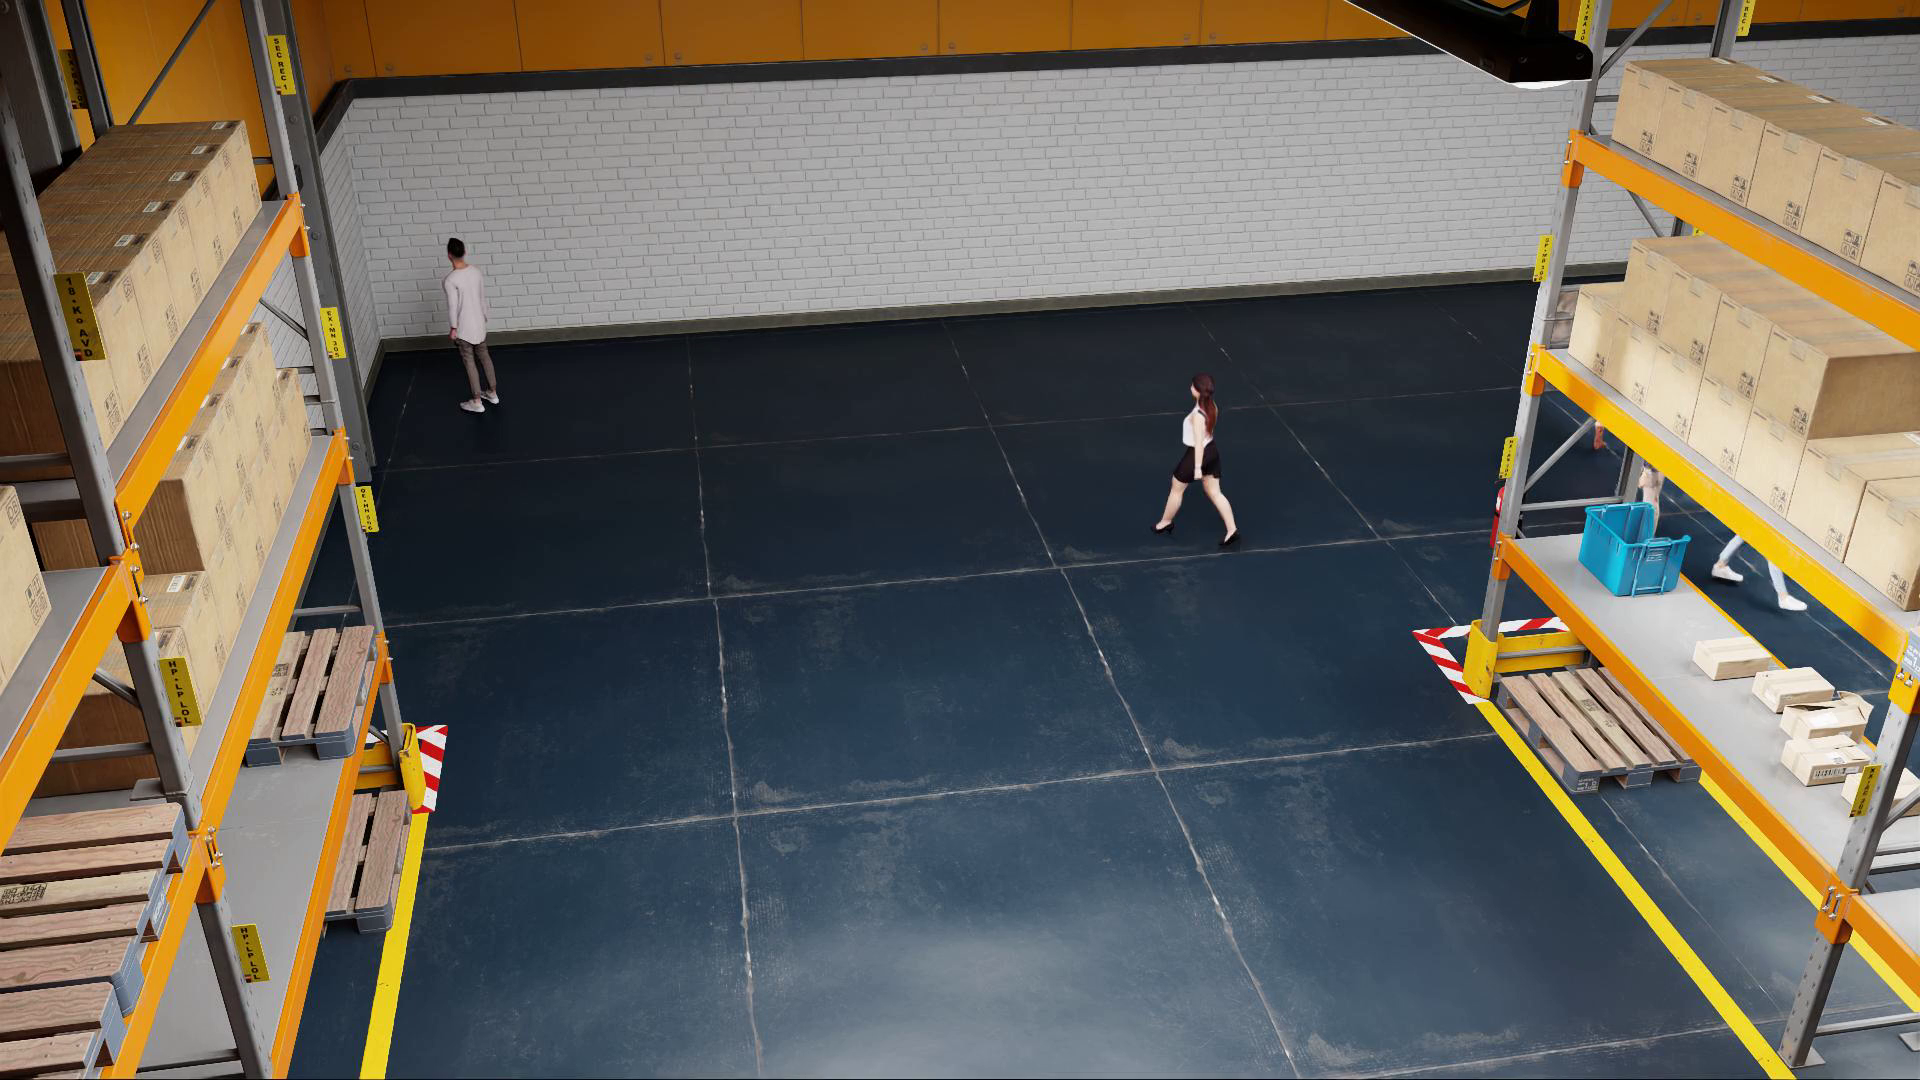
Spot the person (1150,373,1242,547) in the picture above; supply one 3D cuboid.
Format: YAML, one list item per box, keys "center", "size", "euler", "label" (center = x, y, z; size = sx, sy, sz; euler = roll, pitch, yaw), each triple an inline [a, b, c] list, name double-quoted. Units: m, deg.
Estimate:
- center: [2.173, -0.649, 14.480]
  size: [1.061, 1.605, 1.066]
  euler: [15, 32, 25]
  label: "person"

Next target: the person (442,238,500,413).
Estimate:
- center: [-5.060, -2.231, 17.136]
  size: [0.803, 1.838, 0.710]
  euler: [15, 32, 25]
  label: "person"
